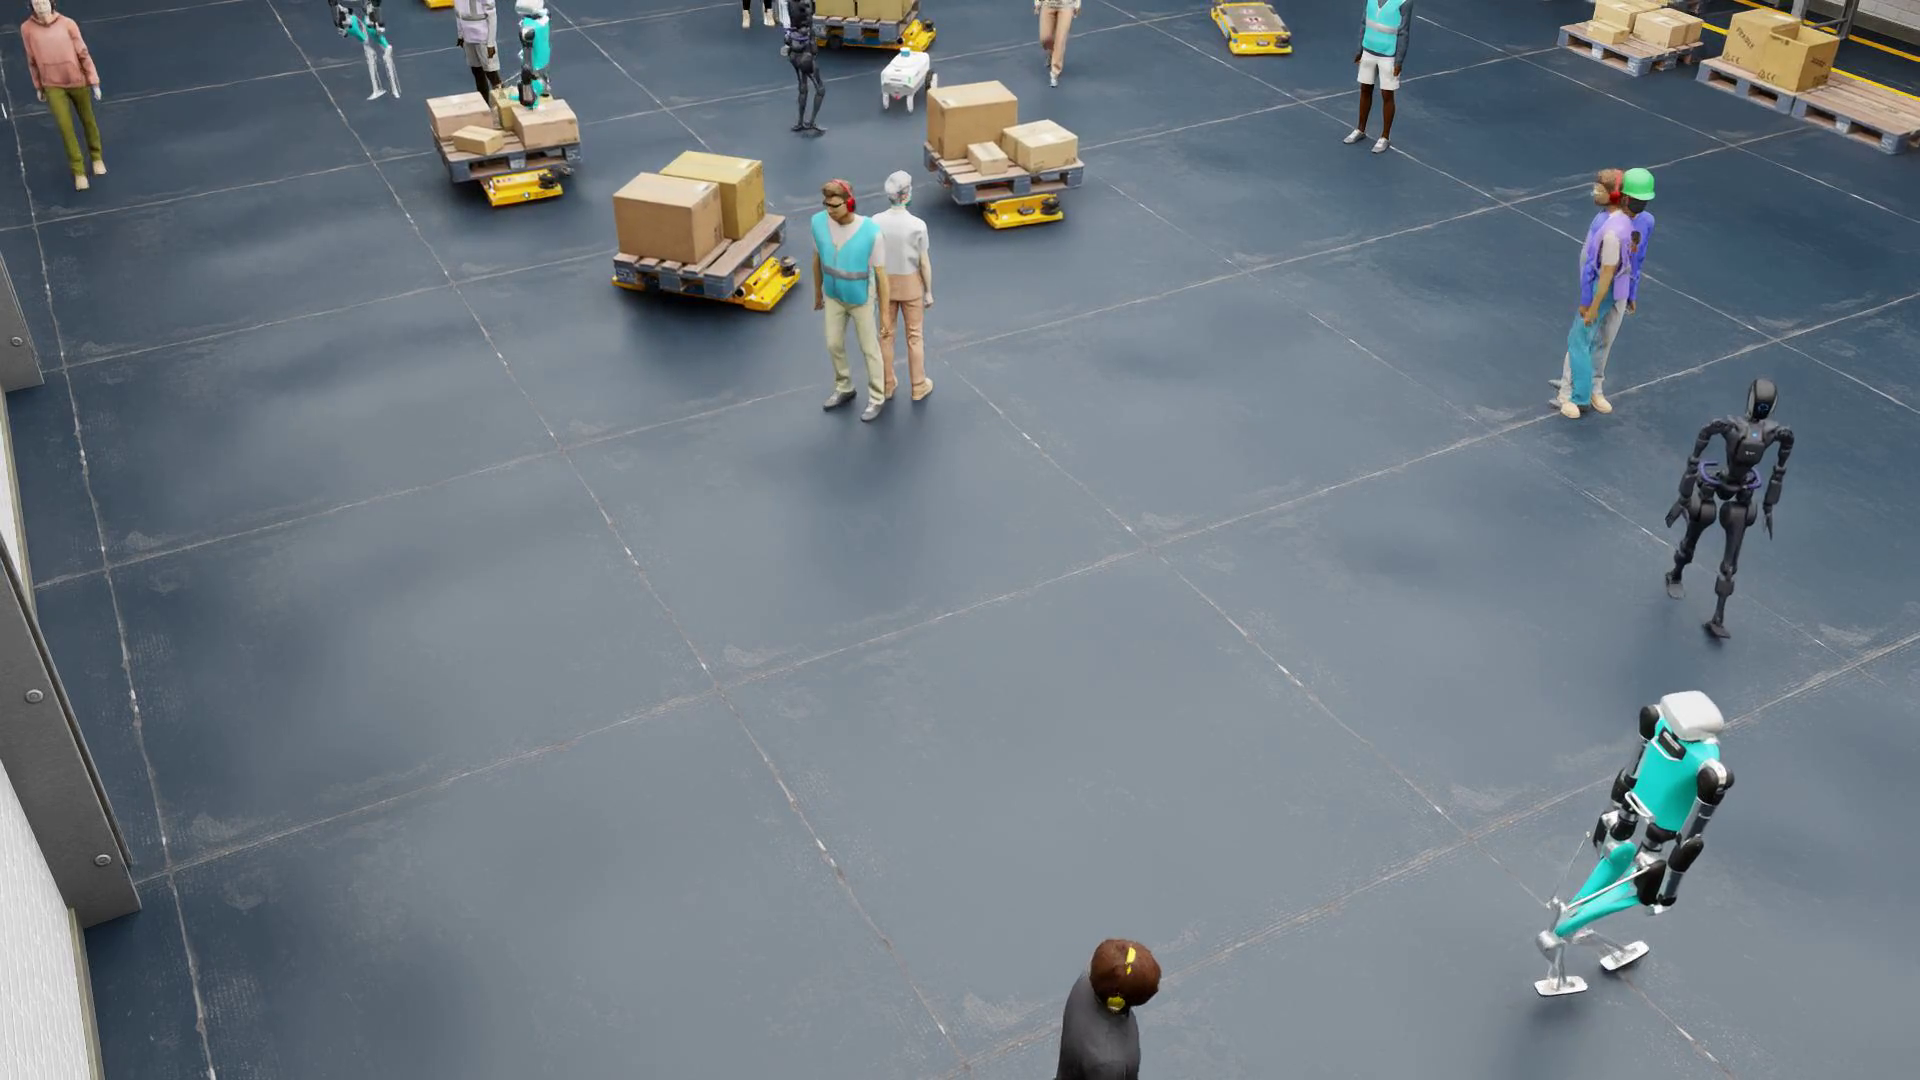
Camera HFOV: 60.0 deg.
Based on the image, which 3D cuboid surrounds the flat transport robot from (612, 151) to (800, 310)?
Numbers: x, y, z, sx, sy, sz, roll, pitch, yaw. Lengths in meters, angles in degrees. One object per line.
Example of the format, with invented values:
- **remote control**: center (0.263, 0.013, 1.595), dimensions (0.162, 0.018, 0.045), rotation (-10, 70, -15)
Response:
- **flat transport robot**: center (-2.124, -2.232, 13.903), dimensions (1.431, 0.231, 0.659), rotation (11, 37, 15)

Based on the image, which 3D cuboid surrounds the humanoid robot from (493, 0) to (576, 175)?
- **humanoid robot**: center (-4.142, -4.217, 15.476), dimensions (0.998, 1.752, 0.569), rotation (13, 37, 17)

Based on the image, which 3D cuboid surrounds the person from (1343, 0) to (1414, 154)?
- **person**: center (4.062, -4.704, 15.989), dimensions (0.454, 1.931, 0.554), rotation (-28, 43, -33)

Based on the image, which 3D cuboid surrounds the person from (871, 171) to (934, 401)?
- **person**: center (-0.434, -1.824, 12.034), dimensions (0.474, 1.744, 0.320), rotation (8, 36, 12)

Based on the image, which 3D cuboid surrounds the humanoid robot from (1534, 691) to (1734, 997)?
- **humanoid robot**: center (2.884, 1.443, 7.390), dimensions (0.910, 1.769, 0.543), rotation (-8, 36, -12)

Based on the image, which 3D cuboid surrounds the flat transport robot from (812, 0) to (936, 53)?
- **flat transport robot**: center (-1.045, -5.794, 18.989), dimensions (1.431, 0.231, 0.659), rotation (7, 36, 10)

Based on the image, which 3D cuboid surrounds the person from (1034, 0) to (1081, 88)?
- **person**: center (1.037, -5.657, 17.579), dimensions (0.484, 1.649, 0.565), rotation (5, 35, 7)

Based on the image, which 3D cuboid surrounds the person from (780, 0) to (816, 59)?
- **person**: center (-1.824, -6.243, 18.223), dimensions (0.583, 1.882, 0.337), rotation (-14, 37, -19)

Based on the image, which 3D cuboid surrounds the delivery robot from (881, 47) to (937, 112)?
- **delivery robot**: center (-0.567, -4.840, 17.367), dimensions (0.499, 0.583, 0.767), rotation (9, 36, 13)

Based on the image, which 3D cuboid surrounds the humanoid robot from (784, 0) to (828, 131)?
- **humanoid robot**: center (-1.542, -4.845, 16.405), dimensions (0.327, 1.656, 0.608), rotation (-16, 38, -21)

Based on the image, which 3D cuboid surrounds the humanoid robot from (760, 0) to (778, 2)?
- **humanoid robot**: center (-2.417, -7.282, 19.887), dimensions (0.435, 1.652, 0.612), rotation (-1, 35, -1)

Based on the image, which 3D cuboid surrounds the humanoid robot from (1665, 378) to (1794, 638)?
- **humanoid robot**: center (4.531, -0.220, 9.826), dimensions (0.600, 1.627, 0.744), rotation (6, 35, 8)

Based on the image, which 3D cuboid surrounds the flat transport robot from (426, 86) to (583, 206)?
- **flat transport robot**: center (-4.278, -3.560, 15.799), dimensions (0.659, 0.231, 1.431), rotation (-15, 38, -20)

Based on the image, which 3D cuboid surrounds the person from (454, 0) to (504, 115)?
- **person**: center (-4.759, -4.956, 16.337), dimensions (0.542, 1.939, 0.359), rotation (24, 42, 30)

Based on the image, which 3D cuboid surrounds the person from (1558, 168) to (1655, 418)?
- **person**: center (4.620, -1.754, 11.826), dimensions (0.461, 1.873, 0.341), rotation (-9, 36, -13)

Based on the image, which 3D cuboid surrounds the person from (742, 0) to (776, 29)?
- **person**: center (-2.346, -6.745, 19.097), dimensions (0.534, 1.699, 0.322), rotation (-5, 35, -7)

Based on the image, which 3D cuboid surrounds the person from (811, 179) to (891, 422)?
- **person**: center (-0.734, -1.702, 11.783), dimensions (0.675, 1.832, 0.398), rotation (16, 38, 22)

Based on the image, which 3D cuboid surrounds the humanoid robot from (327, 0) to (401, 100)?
- **humanoid robot**: center (-6.134, -5.386, 17.140), dimensions (0.530, 1.785, 0.796), rotation (1, 35, 1)

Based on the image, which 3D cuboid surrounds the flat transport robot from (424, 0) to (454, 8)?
- **flat transport robot**: center (-6.432, -6.901, 20.569), dimensions (0.659, 0.231, 1.431), rotation (-18, 39, -24)

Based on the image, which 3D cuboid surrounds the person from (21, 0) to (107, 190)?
- **person**: center (-8.214, -4.155, 15.305), dimensions (0.559, 1.809, 0.848), rotation (-14, 37, -19)

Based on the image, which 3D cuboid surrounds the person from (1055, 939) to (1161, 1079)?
- **person**: center (0.515, 2.166, 6.237), dimensions (0.360, 1.879, 0.517), rotation (0, 35, 0)

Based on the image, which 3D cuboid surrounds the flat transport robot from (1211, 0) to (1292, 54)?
- **flat transport robot**: center (3.350, -5.911, 19.155), dimensions (0.659, 0.231, 1.431), rotation (-2, 35, -3)

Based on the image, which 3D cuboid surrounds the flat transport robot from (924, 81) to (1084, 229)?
- **flat transport robot**: center (0.384, -3.268, 15.382), dimensions (0.659, 0.231, 1.431), rotation (-11, 37, -16)

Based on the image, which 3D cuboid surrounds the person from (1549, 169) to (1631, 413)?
- **person**: center (4.566, -1.782, 11.903), dimensions (0.418, 1.827, 0.614), rotation (12, 37, 16)

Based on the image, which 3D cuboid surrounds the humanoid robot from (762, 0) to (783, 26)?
- **humanoid robot**: center (-2.222, -6.812, 19.192), dimensions (0.530, 1.829, 0.690), rotation (-2, 35, -2)
